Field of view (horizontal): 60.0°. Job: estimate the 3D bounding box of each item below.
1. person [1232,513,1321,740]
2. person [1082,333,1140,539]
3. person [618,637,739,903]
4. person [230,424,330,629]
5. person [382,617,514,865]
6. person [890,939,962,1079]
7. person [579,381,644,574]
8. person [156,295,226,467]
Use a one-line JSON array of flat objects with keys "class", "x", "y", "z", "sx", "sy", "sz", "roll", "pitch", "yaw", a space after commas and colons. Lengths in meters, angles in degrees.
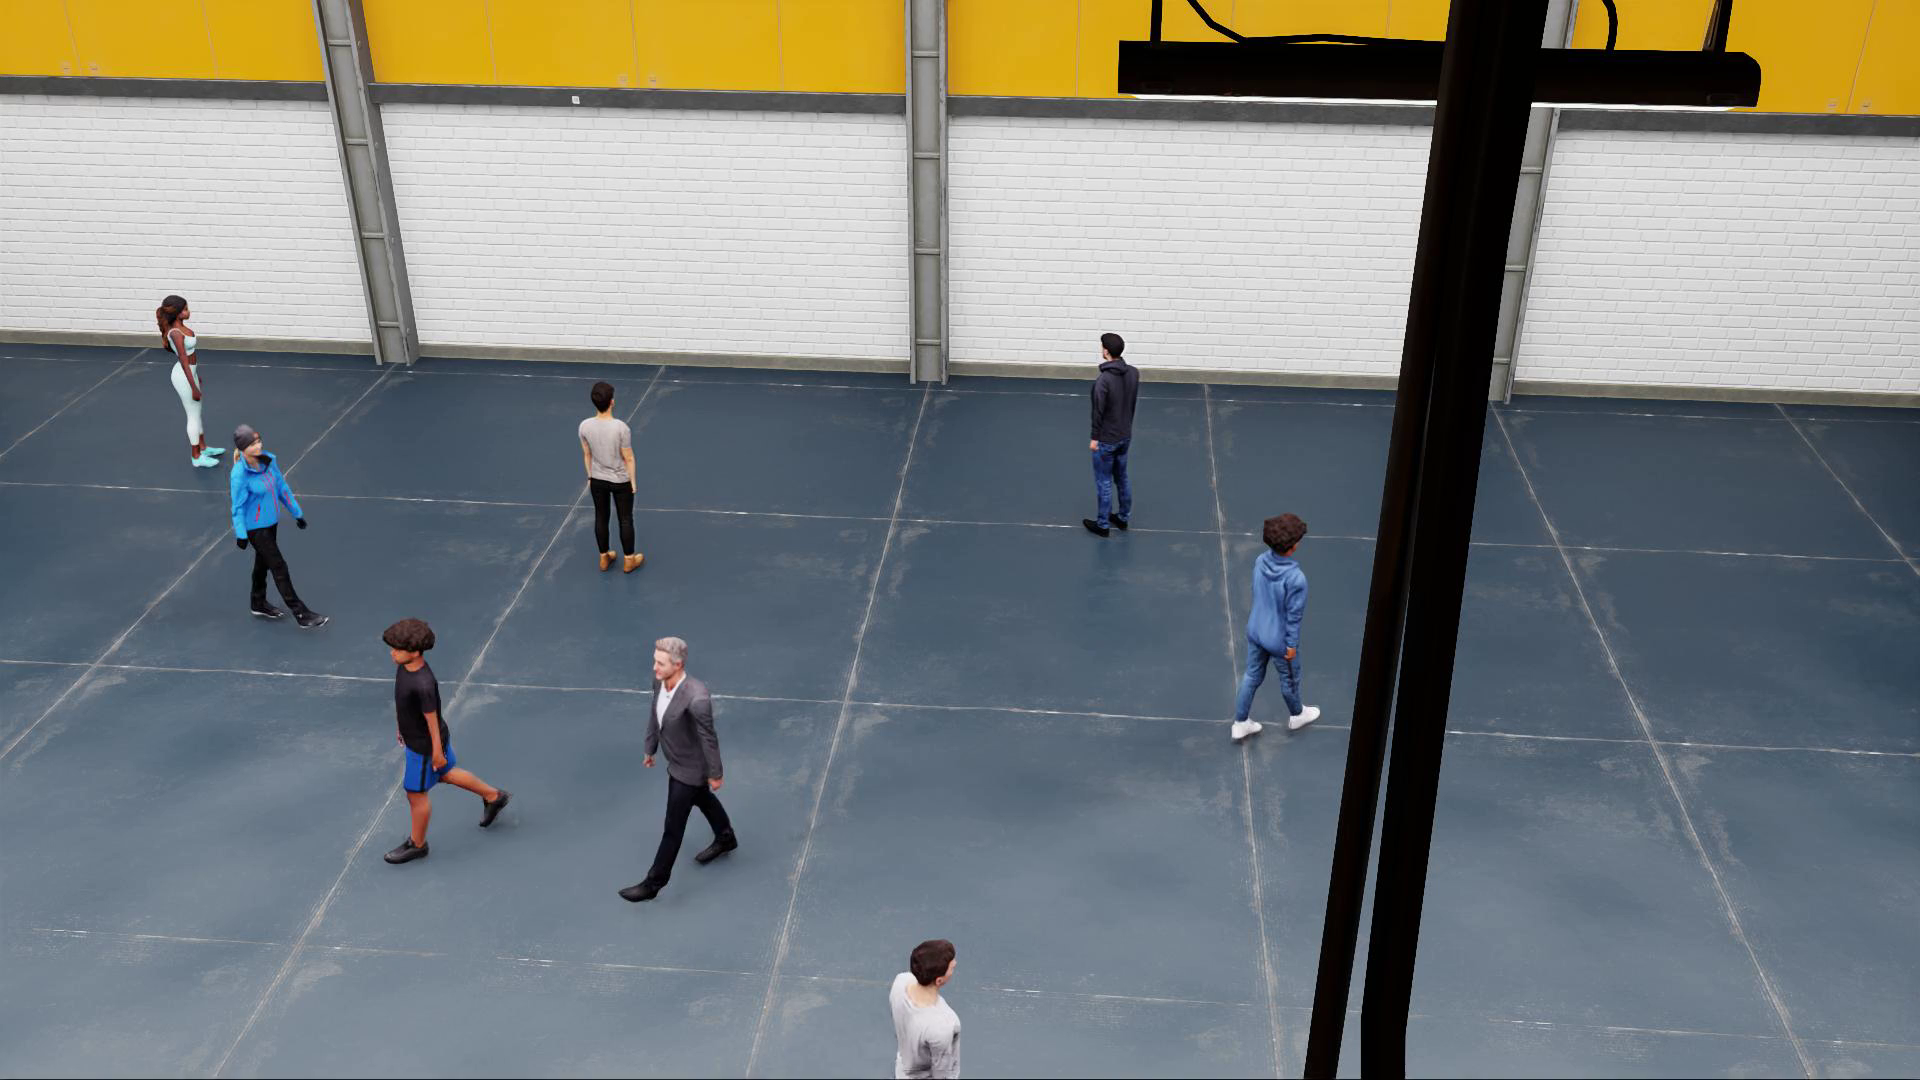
[{"class": "person", "x": 2.193, "y": 0.665, "z": 11.899, "sx": 1.116, "sy": 1.779, "sz": 1.028, "roll": -18, "pitch": 33, "yaw": -29}, {"class": "person", "x": 1.351, "y": -0.926, "z": 14.702, "sx": 0.753, "sy": 1.888, "sz": 0.795, "roll": -26, "pitch": 38, "yaw": -38}, {"class": "person", "x": -1.668, "y": 1.378, "z": 10.571, "sx": 1.295, "sy": 1.800, "sz": 1.205, "roll": -20, "pitch": 35, "yaw": -32}, {"class": "person", "x": -5.678, "y": -0.120, "z": 13.349, "sx": 1.079, "sy": 1.768, "sz": 0.743, "roll": 7, "pitch": 29, "yaw": 12}, {"class": "person", "x": -3.401, "y": 1.257, "z": 10.823, "sx": 1.197, "sy": 1.772, "sz": 1.007, "roll": -15, "pitch": 32, "yaw": -25}, {"class": "person", "x": -0.239, "y": 2.700, "z": 8.123, "sx": 1.121, "sy": 1.823, "sz": 1.017, "roll": -18, "pitch": 33, "yaw": -30}, {"class": "person", "x": -2.986, "y": -0.533, "z": 14.159, "sx": 0.464, "sy": 1.718, "sz": 0.658, "roll": 4, "pitch": 29, "yaw": 7}, {"class": "person", "x": -7.432, "y": -1.536, "z": 15.993, "sx": 0.662, "sy": 1.724, "sz": 0.647, "roll": -10, "pitch": 30, "yaw": -18}]
